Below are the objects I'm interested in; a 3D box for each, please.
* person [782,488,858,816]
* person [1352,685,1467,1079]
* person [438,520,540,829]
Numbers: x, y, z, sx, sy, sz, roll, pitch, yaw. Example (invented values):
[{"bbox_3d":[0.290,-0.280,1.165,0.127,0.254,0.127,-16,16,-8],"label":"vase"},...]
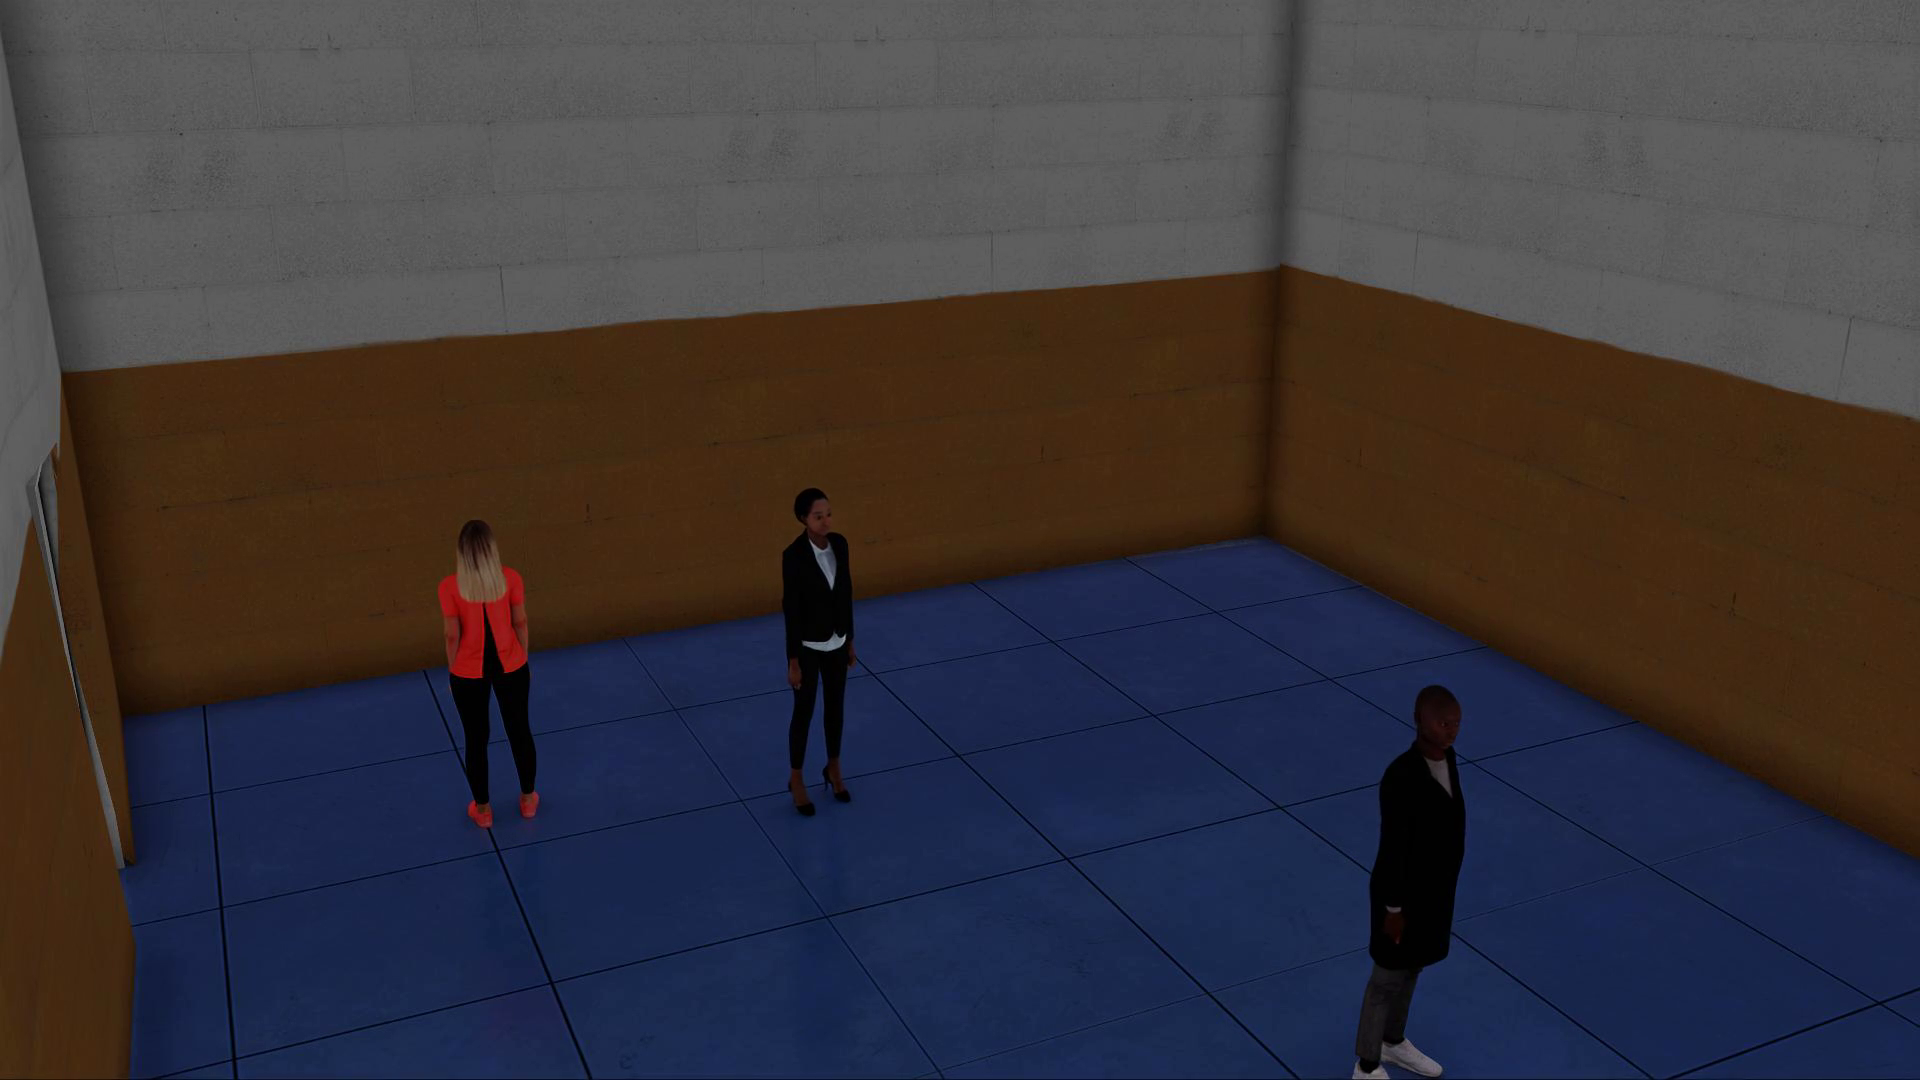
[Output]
[{"bbox_3d":[-0.762,0.597,8.888,0.567,1.830,0.709,-16,24,-39],"label":"person"},{"bbox_3d":[1.788,1.391,6.639,0.780,1.762,0.636,16,25,40],"label":"person"},{"bbox_3d":[-2.485,0.700,8.795,0.448,1.694,0.639,-8,20,-24],"label":"person"}]
